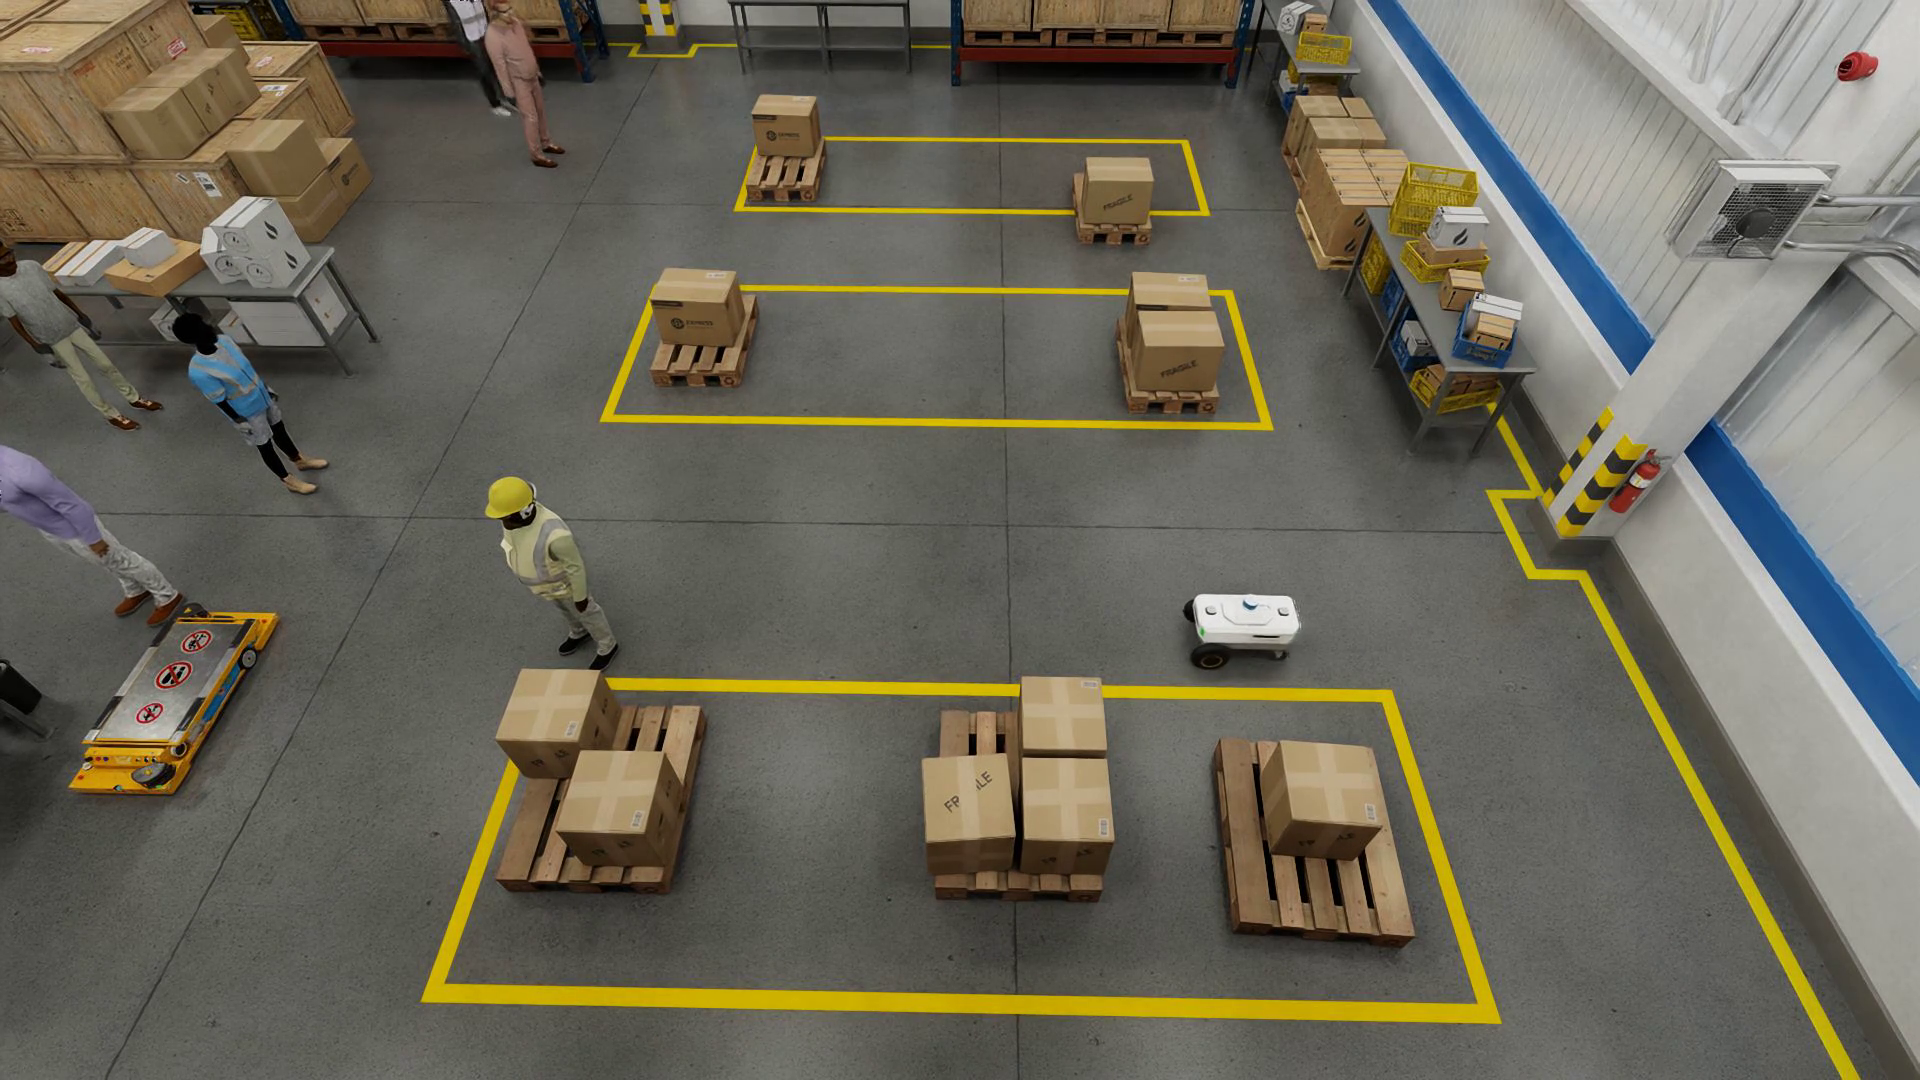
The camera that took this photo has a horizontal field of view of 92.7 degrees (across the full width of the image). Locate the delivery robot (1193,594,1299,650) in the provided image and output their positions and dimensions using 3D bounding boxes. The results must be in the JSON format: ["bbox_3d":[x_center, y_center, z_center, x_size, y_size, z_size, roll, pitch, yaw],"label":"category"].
[{"bbox_3d":[2.051,0.574,6.619,0.707,0.478,0.477,1,50,1],"label":"delivery robot"}]

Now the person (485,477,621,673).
[{"bbox_3d":[-2.718,0.244,6.126,0.588,1.833,0.404,26,55,21],"label":"person"}]

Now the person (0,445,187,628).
[{"bbox_3d":[-6.183,-0.094,6.344,0.628,1.939,0.374,17,52,14],"label":"person"}]

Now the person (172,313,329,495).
[{"bbox_3d":[-5.679,-1.083,7.335,0.318,1.700,0.535,-4,50,-3],"label":"person"}]

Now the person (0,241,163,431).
[{"bbox_3d":[-7.622,-1.735,7.789,0.317,1.859,0.519,12,51,10],"label":"person"}]

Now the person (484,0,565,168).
[{"bbox_3d":[-5.184,-5.457,10.912,0.398,1.898,0.658,7,50,6],"label":"person"}]

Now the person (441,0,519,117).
[{"bbox_3d":[-6.093,-6.373,11.683,0.561,1.895,0.635,19,52,16],"label":"person"}]

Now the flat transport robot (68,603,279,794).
[{"bbox_3d":[-5.504,1.072,6.442,0.652,0.197,1.431,1,50,1],"label":"flat transport robot"}]
